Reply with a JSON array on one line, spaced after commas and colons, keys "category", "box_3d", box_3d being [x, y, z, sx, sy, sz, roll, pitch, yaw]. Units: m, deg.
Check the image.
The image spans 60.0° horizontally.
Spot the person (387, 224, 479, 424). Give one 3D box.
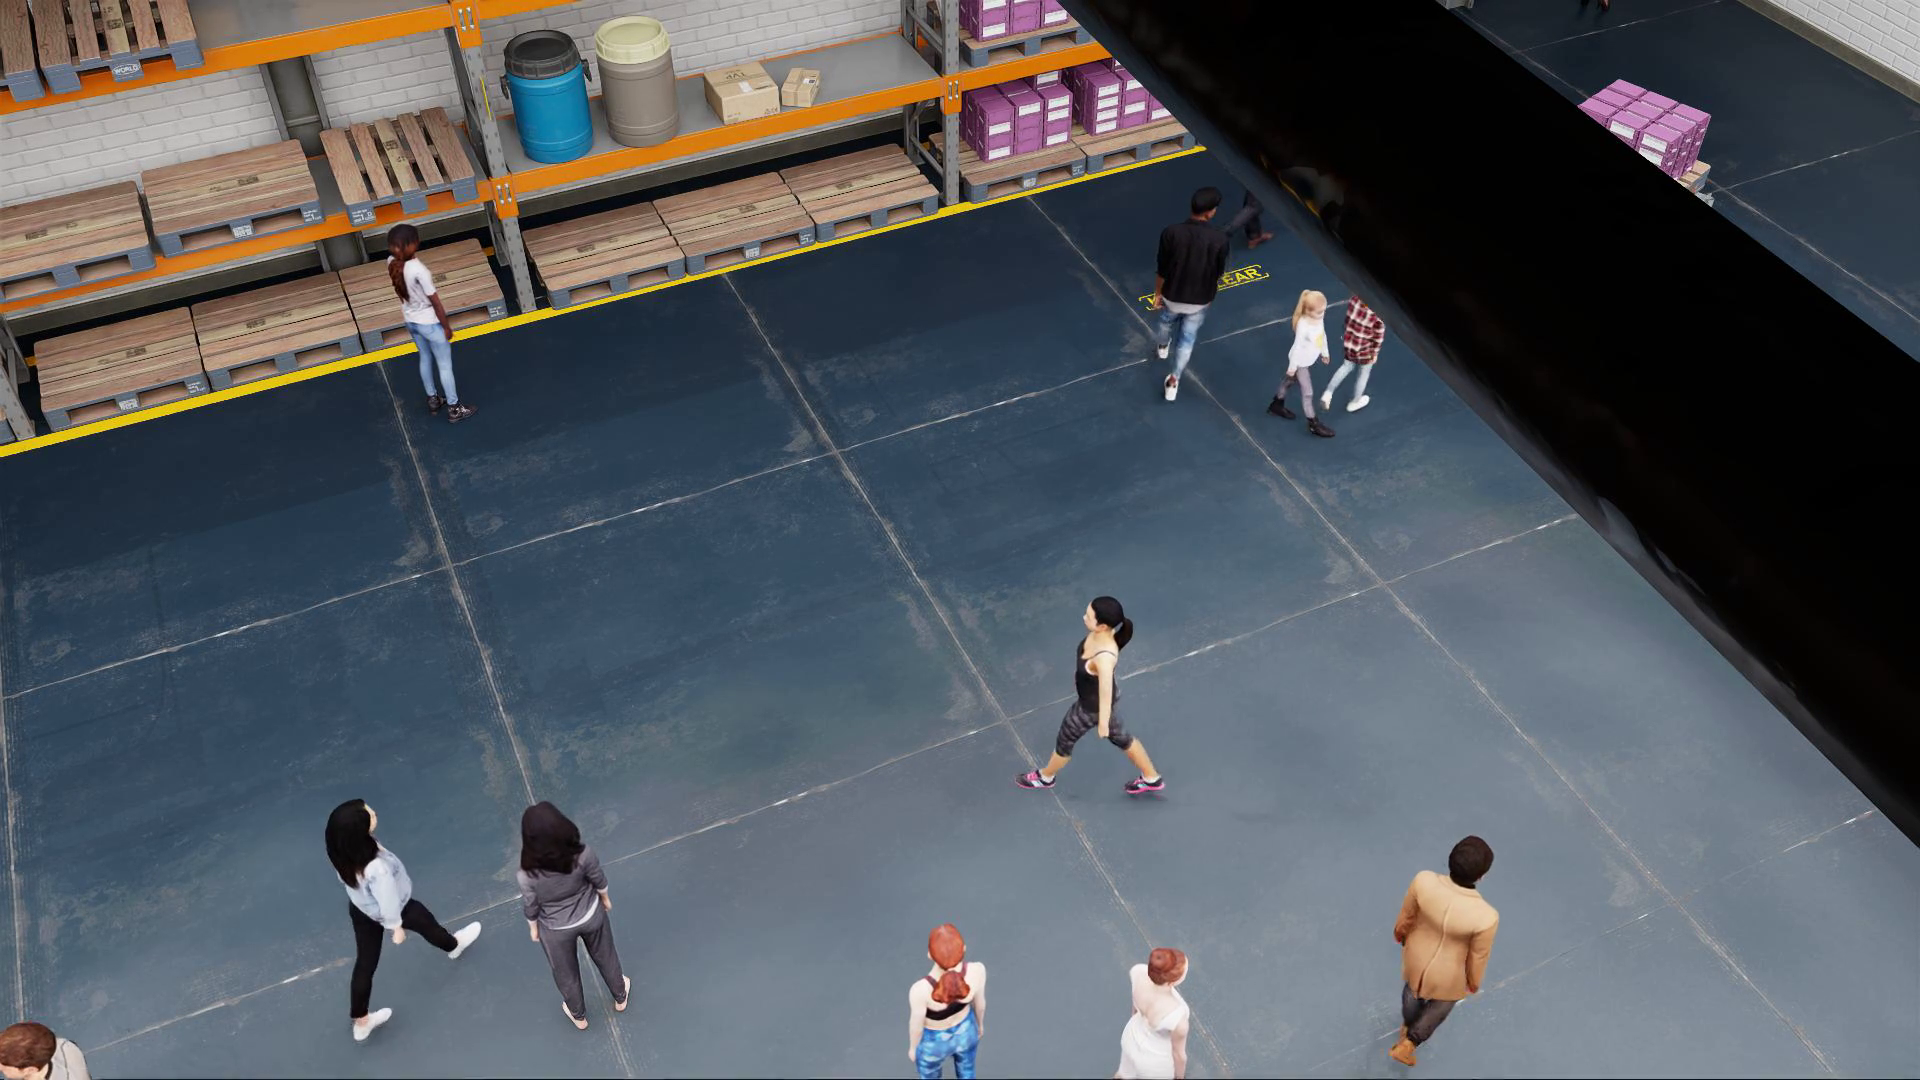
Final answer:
[{"category": "person", "box_3d": [-4.082, -1.658, 12.698, 0.670, 1.719, 0.689, 24, 49, 23]}]

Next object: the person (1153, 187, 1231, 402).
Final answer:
[{"category": "person", "box_3d": [1.754, -1.855, 12.869, 1.093, 1.768, 1.131, 10, 45, 10]}]

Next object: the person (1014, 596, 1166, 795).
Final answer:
[{"category": "person", "box_3d": [0.916, 0.986, 9.954, 1.235, 1.676, 0.996, 4, 44, 4]}]

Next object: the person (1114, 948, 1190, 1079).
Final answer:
[{"category": "person", "box_3d": [0.923, 2.540, 8.238, 0.527, 1.794, 0.584, -23, 48, -22]}]

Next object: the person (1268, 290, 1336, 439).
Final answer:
[{"category": "person", "box_3d": [2.568, -1.402, 12.767, 0.831, 1.253, 0.829, 21, 47, 20]}]

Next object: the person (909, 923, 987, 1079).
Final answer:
[{"category": "person", "box_3d": [-0.060, 2.502, 8.286, 0.467, 1.782, 0.608, -17, 46, -17]}]

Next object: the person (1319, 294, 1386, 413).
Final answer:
[{"category": "person", "box_3d": [3.050, -1.494, 12.834, 0.787, 1.294, 0.652, -33, 52, -30]}]

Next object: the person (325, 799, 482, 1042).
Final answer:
[{"category": "person", "box_3d": [-3.147, 2.025, 8.873, 1.021, 1.663, 1.222, 24, 49, 23]}]

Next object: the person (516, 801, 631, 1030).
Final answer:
[{"category": "person", "box_3d": [-2.066, 2.005, 8.822, 0.442, 1.763, 0.660, -19, 47, -19]}]

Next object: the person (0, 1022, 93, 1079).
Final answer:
[{"category": "person", "box_3d": [-4.020, 2.794, 7.930, 1.211, 1.851, 0.675, -16, 46, -16]}]

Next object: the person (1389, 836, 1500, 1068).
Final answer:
[{"category": "person", "box_3d": [2.461, 2.198, 8.653, 0.849, 1.716, 0.946, 30, 51, 28]}]
